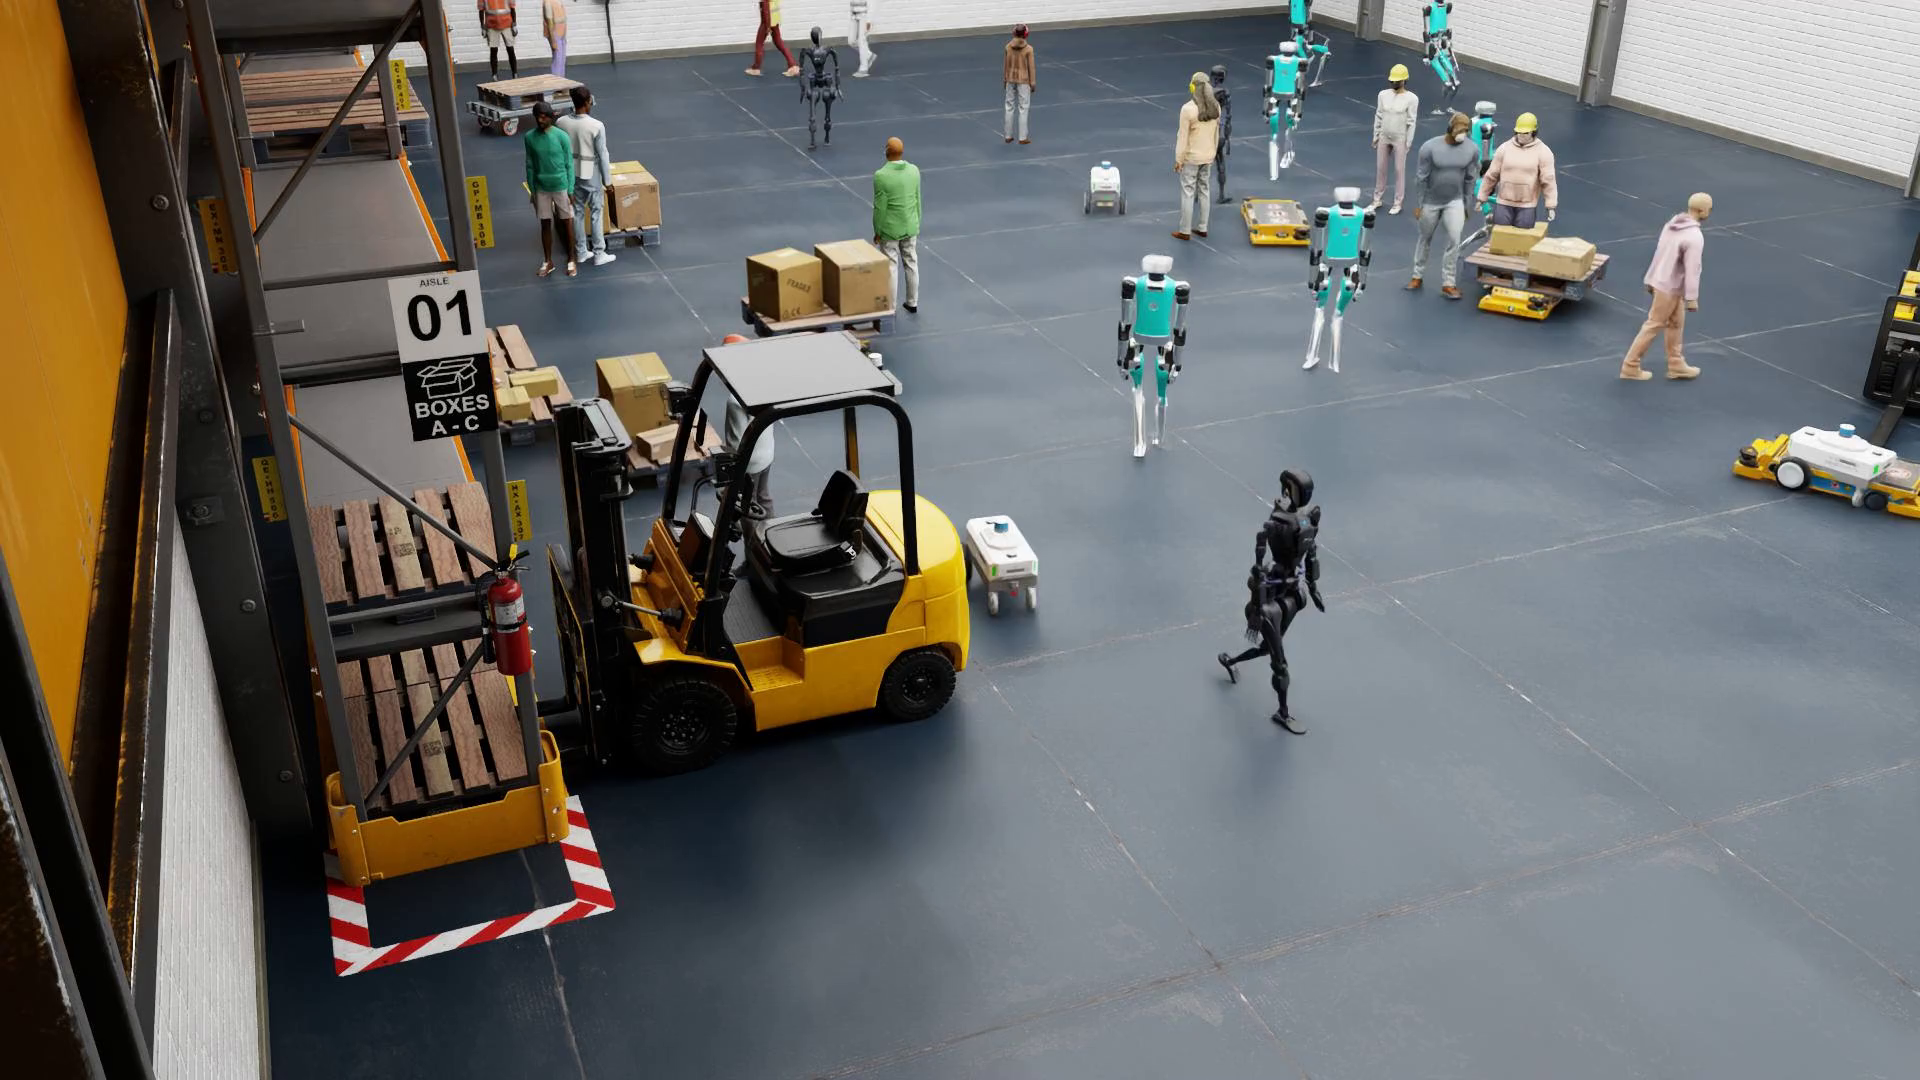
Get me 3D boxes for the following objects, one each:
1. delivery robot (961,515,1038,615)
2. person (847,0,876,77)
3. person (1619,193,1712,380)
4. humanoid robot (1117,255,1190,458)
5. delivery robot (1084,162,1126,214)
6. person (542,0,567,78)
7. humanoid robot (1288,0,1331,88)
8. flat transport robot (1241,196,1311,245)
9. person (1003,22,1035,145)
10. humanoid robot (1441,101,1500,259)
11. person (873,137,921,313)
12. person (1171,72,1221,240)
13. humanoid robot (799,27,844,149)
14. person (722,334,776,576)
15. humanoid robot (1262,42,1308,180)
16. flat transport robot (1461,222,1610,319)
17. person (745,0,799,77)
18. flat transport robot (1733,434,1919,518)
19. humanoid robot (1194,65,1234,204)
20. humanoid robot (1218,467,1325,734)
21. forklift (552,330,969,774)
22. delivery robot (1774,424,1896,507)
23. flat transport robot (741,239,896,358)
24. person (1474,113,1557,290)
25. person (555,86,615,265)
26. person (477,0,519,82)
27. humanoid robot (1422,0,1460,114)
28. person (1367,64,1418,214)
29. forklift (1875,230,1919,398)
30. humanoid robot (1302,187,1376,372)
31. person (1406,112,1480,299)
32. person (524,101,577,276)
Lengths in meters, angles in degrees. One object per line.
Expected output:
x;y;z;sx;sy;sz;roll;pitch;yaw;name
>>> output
0.276;0.129;11.434;0.499;0.613;0.816;-7;27;-13;delivery robot
-1.597;-8.548;27.217;0.500;1.869;0.579;-22;34;-37;person
6.386;-2.229;14.778;0.711;1.748;0.545;3;27;6;person
1.538;-1.434;13.320;0.546;1.891;0.789;5;27;9;humanoid robot
1.763;-4.291;20.195;0.499;0.586;0.764;1;27;3;delivery robot
-6.216;-7.733;25.613;0.373;1.843;0.569;2;27;4;person
5.469;-7.843;25.985;1.028;1.737;0.538;-13;29;-24;humanoid robot
3.675;-3.719;19.385;0.659;0.231;1.431;2;27;3;flat transport robot
0.812;-6.300;22.987;0.474;1.641;0.339;11;29;21;person
5.775;-3.840;17.992;0.910;1.763;0.530;1;27;3;humanoid robot
-0.622;-3.083;16.435;0.537;1.784;0.383;-17;31;-30;person
2.687;-4.331;18.829;0.559;1.870;0.399;-15;30;-27;person
-1.896;-6.158;22.698;0.608;1.632;0.679;0;27;1;humanoid robot
-1.477;-0.588;11.519;0.350;1.739;0.568;8;28;15;person
4.217;-5.603;21.550;0.550;1.770;0.996;8;28;15;humanoid robot
5.908;-2.604;17.167;0.659;0.231;1.431;17;31;30;flat transport robot
-3.089;-8.464;27.203;0.933;1.725;0.470;11;29;20;person
6.909;-0.524;13.029;1.431;0.231;0.659;20;33;34;flat transport robot
3.046;-4.953;20.292;0.365;1.639;0.613;-21;33;-35;humanoid robot
1.852;0.295;9.900;0.600;1.642;0.795;-20;33;-34;humanoid robot
-1.094;0.010;9.831;2.313;2.155;1.214;-10;28;-20;forklift
6.782;-0.609;12.901;0.523;0.613;0.785;-21;33;-35;delivery robot
-1.357;-1.933;15.833;0.659;0.231;1.431;-11;29;-21;flat transport robot
5.743;-3.479;17.145;0.814;1.856;0.436;15;30;27;person
-4.041;-3.920;17.965;0.595;1.909;0.410;10;28;19;person
-7.310;-8.161;26.352;0.597;1.958;0.379;-7;28;-14;person
7.209;-7.203;24.676;0.566;1.759;0.784;-15;30;-27;humanoid robot
5.159;-4.779;19.837;0.526;1.759;0.341;21;33;35;person
9.029;-2.397;14.618;1.214;2.155;2.313;18;32;32;forklift
3.387;-2.363;15.064;0.531;1.797;0.741;1;27;3;humanoid robot
4.928;-3.424;16.989;0.635;1.901;0.683;1;27;2;person
-4.328;-3.729;17.647;0.507;1.847;0.376;0;27;1;person
